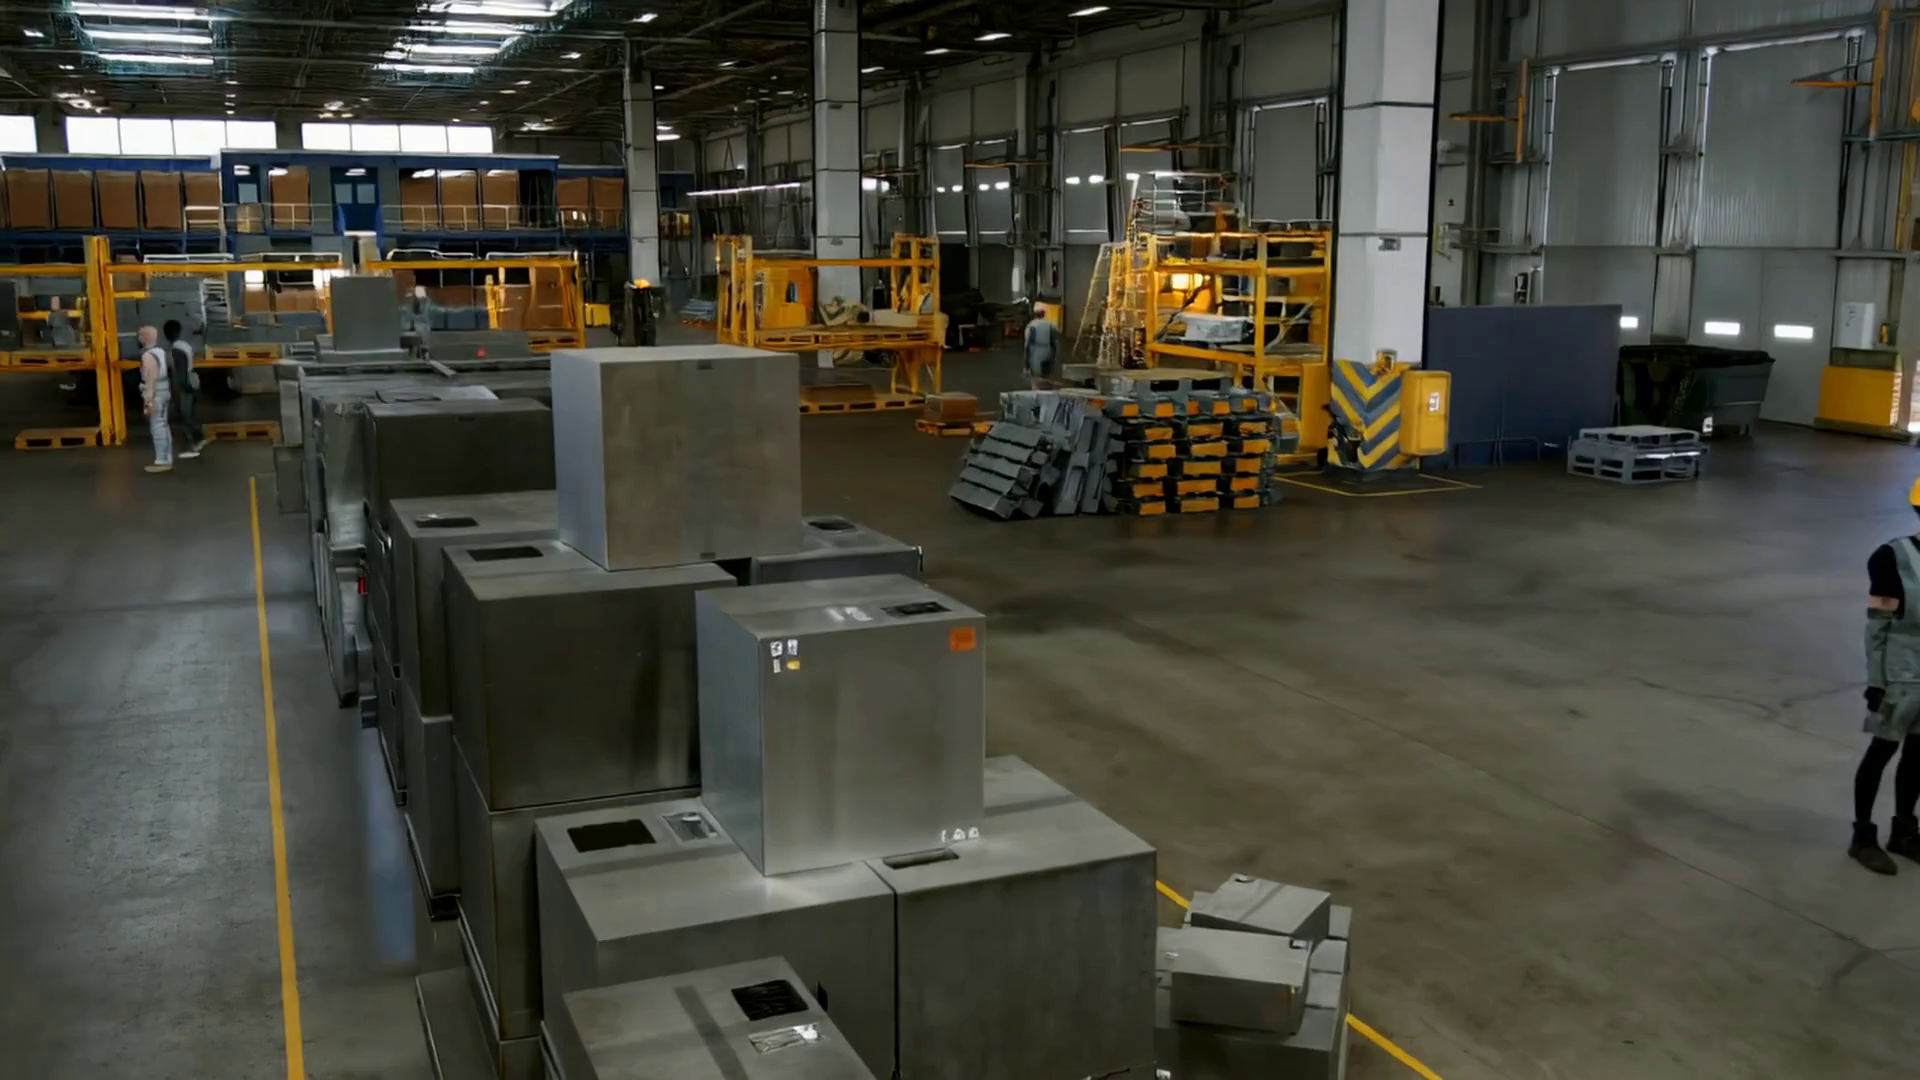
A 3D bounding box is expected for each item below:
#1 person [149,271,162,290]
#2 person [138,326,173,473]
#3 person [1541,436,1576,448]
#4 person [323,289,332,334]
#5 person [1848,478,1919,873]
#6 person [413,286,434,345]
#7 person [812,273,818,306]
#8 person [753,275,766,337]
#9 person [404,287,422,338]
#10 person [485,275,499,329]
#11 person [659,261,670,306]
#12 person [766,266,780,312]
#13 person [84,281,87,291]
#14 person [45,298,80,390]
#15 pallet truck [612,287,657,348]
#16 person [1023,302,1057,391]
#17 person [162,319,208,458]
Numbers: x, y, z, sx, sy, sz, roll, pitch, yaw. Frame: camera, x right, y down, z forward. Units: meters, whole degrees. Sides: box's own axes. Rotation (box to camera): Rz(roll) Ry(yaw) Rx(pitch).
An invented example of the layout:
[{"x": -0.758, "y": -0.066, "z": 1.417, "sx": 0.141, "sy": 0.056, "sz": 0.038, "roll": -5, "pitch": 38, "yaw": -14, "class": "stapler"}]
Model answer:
[{"x": -27.935, "y": -8.438, "z": 57.962, "sx": 0.639, "sy": 1.871, "sz": 0.537, "roll": -8, "pitch": 13, "yaw": -39, "class": "person"}, {"x": -10.360, "y": -1.804, "z": 21.382, "sx": 0.355, "sy": 1.883, "sz": 0.574, "roll": -2, "pitch": 10, "yaw": -9, "class": "person"}, {"x": 8.695, "y": -2.141, "z": 23.794, "sx": 0.745, "sy": 1.664, "sz": 0.547, "roll": 6, "pitch": 12, "yaw": 31, "class": "person"}, {"x": -15.390, "y": -5.313, "z": 40.982, "sx": 0.514, "sy": 1.825, "sz": 0.762, "roll": -3, "pitch": 11, "yaw": -17, "class": "person"}, {"x": 4.544, "y": 0.620, "z": 7.869, "sx": 0.549, "sy": 1.936, "sz": 0.377, "roll": -3, "pitch": 11, "yaw": -14, "class": "person"}, {"x": -13.370, "y": -5.410, "z": 41.401, "sx": 0.654, "sy": 1.829, "sz": 0.437, "roll": 5, "pitch": 11, "yaw": 26, "class": "person"}, {"x": -4.817, "y": -8.281, "z": 57.190, "sx": 0.430, "sy": 1.844, "sz": 0.624, "roll": 7, "pitch": 12, "yaw": 33, "class": "person"}, {"x": -5.791, "y": -6.675, "z": 48.047, "sx": 0.406, "sy": 1.945, "sz": 0.613, "roll": -2, "pitch": 10, "yaw": -9, "class": "person"}, {"x": -14.450, "y": -5.847, "z": 44.069, "sx": 0.513, "sy": 1.719, "sz": 0.622, "roll": 4, "pitch": 11, "yaw": 21, "class": "person"}, {"x": -13.535, "y": -6.666, "z": 48.038, "sx": 0.371, "sy": 1.935, "sz": 0.627, "roll": 1, "pitch": 10, "yaw": 3, "class": "person"}, {"x": -13.118, "y": -11.408, "z": 74.032, "sx": 0.612, "sy": 1.986, "sz": 0.407, "roll": 0, "pitch": 10, "yaw": -2, "class": "person"}, {"x": -7.614, "y": -10.228, "z": 67.729, "sx": 0.609, "sy": 1.911, "sz": 0.623, "roll": -6, "pitch": 12, "yaw": -28, "class": "person"}, {"x": -22.425, "y": -5.765, "z": 43.108, "sx": 0.721, "sy": 1.922, "sz": 0.556, "roll": -8, "pitch": 13, "yaw": -38, "class": "person"}, {"x": -17.843, "y": -3.881, "z": 32.999, "sx": 0.844, "sy": 1.817, "sz": 0.506, "roll": 7, "pitch": 12, "yaw": 32, "class": "person"}, {"x": -6.464, "y": -4.406, "z": 35.401, "sx": 0.823, "sy": 1.965, "sz": 1.885, "roll": 6, "pitch": 12, "yaw": 32, "class": "pallet truck"}, {"x": 1.417, "y": -3.200, "z": 29.052, "sx": 0.573, "sy": 1.896, "sz": 0.927, "roll": -3, "pitch": 11, "yaw": -15, "class": "person"}, {"x": -10.572, "y": -2.049, "z": 22.648, "sx": 0.432, "sy": 1.908, "sz": 0.646, "roll": -5, "pitch": 11, "yaw": -24, "class": "person"}]
